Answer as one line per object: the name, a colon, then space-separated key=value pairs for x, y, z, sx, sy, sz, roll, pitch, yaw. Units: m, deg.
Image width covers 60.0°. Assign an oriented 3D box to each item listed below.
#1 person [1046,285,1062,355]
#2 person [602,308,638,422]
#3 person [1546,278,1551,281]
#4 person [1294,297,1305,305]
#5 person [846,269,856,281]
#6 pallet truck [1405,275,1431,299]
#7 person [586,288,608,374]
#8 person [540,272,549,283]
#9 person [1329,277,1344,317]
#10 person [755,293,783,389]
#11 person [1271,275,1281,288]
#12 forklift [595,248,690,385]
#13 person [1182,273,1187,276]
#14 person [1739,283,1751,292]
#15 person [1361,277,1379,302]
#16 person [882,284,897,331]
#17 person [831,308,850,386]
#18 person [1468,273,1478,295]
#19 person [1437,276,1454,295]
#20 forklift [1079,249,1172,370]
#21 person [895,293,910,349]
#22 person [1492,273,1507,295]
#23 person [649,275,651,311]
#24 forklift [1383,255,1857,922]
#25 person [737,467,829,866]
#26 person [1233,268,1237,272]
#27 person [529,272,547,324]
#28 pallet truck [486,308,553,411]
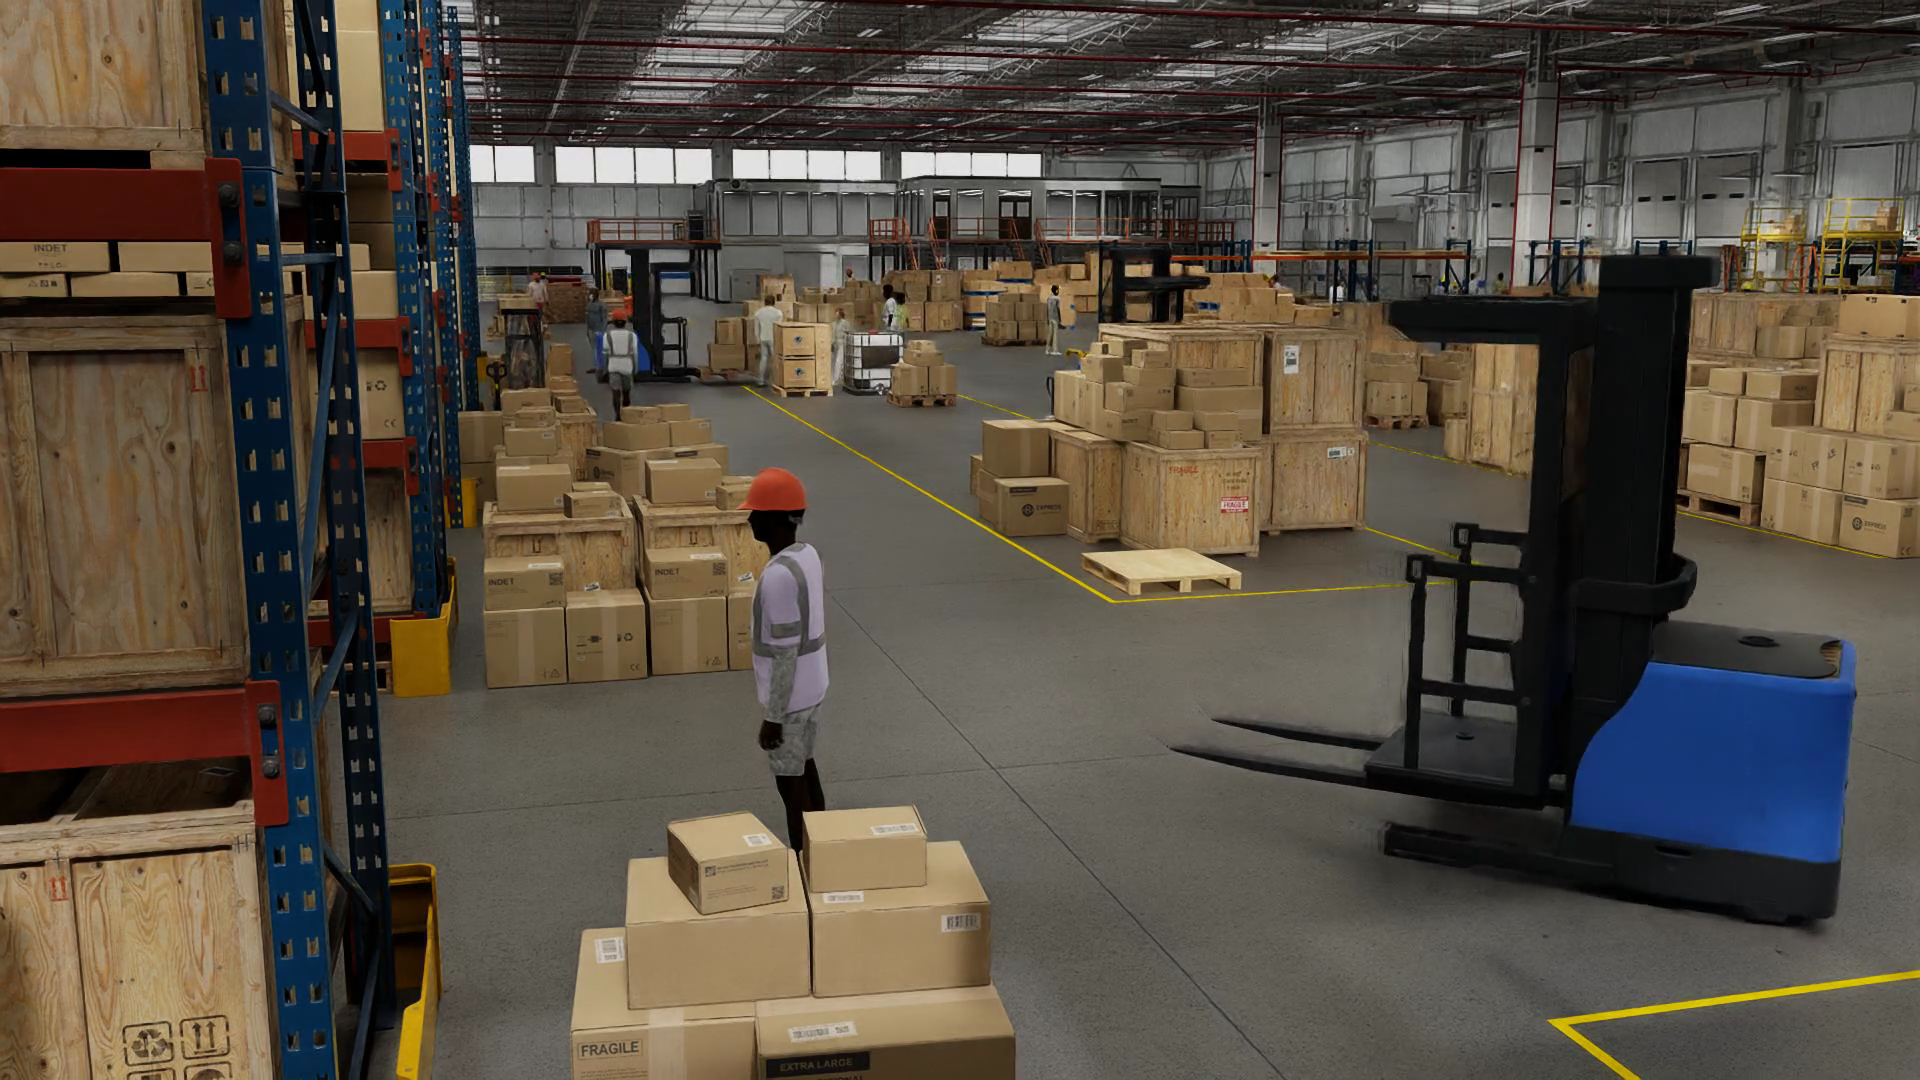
person: x=2.497 y=-5.832 z=44.103 sx=0.325 sy=1.860 sz=0.507 roll=-9 pitch=13 yaw=-40
person: x=-5.359 y=-2.701 z=26.257 sx=0.553 sy=1.901 sz=0.949 roll=-2 pitch=10 yaw=-11
person: x=17.076 y=-6.640 z=48.436 sx=0.401 sy=1.939 sz=0.602 roll=6 pitch=11 yaw=29
person: x=7.258 y=-4.261 z=35.346 sx=0.627 sy=1.813 sz=0.906 roll=-8 pitch=13 yaw=-38
person: x=-4.583 y=-10.308 z=69.211 sx=0.375 sy=1.935 sz=0.551 roll=-9 pitch=14 yaw=-42
pallet truck: x=14.620 y=-7.324 z=52.145 sx=0.823 sy=1.965 sz=1.885 roll=8 pitch=13 yaw=40
person: x=-8.186 y=-4.699 z=37.447 sx=0.627 sy=1.941 sz=0.371 roll=8 pitch=13 yaw=39
person: x=-18.423 y=-10.974 z=73.539 sx=0.492 sy=1.740 sz=0.325 roll=-4 pitch=11 yaw=-20
person: x=12.334 y=-7.675 z=54.458 sx=0.574 sy=1.883 sz=0.356 roll=-6 pitch=12 yaw=-30
person: x=-3.829 y=-4.007 z=33.547 sx=0.636 sy=1.936 sz=0.358 roll=4 pitch=11 yaw=24
person: x=10.545 y=-7.980 z=56.170 sx=0.979 sy=1.891 sz=0.639 roll=3 pitch=10 yaw=16
forklift: x=-6.647 y=-4.663 z=34.577 sx=1.873 sy=2.768 sz=1.129 roll=-3 pitch=10 yaw=-15
person: x=8.413 y=-9.070 z=62.358 sx=0.361 sy=1.883 sz=0.574 roll=-5 pitch=11 yaw=-27
person: x=20.571 y=-5.775 z=43.615 sx=0.477 sy=1.907 sz=0.623 roll=4 pitch=11 yaw=19
person: x=11.786 y=-6.562 z=47.710 sx=1.015 sy=2.000 sz=0.688 roll=6 pitch=12 yaw=31
person: x=-1.700 y=-5.185 z=40.122 sx=0.362 sy=1.963 sz=0.613 roll=1 pitch=10 yaw=4
person: x=-2.435 y=-4.014 z=34.502 sx=0.770 sy=1.612 sz=0.523 roll=-9 pitch=14 yaw=-42
person: x=19.989 y=-9.512 z=64.951 sx=0.520 sy=1.847 sz=0.712 roll=1 pitch=10 yaw=6
person: x=15.773 y=-7.642 z=54.172 sx=0.390 sy=1.922 sz=0.585 roll=-9 pitch=14 yaw=-42
forklift: x=2.686 y=-2.969 z=24.987 sx=1.129 sy=2.768 sz=1.873 roll=-6 pitch=11 yaw=-29
person: x=-1.582 y=-5.677 z=43.797 sx=0.870 sy=1.651 sz=0.537 roll=5 pitch=11 yaw=28
person: x=22.002 y=-9.992 z=67.859 sx=0.645 sy=1.793 sz=0.981 roll=-2 pitch=10 yaw=-9
person: x=-13.524 y=-10.924 z=73.133 sx=0.605 sy=1.780 sz=0.928 roll=-2 pitch=10 yaw=-13
forklift: x=3.063 y=0.108 z=7.561 sx=1.873 sy=2.768 sz=1.129 roll=5 pitch=11 yaw=28
person: x=-0.757 y=0.652 z=7.146 sx=0.368 sy=1.939 sz=0.542 roll=1 pitch=10 yaw=8
person: x=13.922 y=-12.959 z=84.482 sx=0.515 sy=1.843 sz=0.327 roll=6 pitch=12 yaw=30
person: x=-14.719 y=-8.363 z=58.045 sx=0.621 sy=1.992 sz=0.394 roll=-5 pitch=11 yaw=-28
pallet truck: x=-6.242 y=-2.418 z=24.362 sx=0.823 sy=1.965 sz=1.885 roll=1 pitch=10 yaw=3
